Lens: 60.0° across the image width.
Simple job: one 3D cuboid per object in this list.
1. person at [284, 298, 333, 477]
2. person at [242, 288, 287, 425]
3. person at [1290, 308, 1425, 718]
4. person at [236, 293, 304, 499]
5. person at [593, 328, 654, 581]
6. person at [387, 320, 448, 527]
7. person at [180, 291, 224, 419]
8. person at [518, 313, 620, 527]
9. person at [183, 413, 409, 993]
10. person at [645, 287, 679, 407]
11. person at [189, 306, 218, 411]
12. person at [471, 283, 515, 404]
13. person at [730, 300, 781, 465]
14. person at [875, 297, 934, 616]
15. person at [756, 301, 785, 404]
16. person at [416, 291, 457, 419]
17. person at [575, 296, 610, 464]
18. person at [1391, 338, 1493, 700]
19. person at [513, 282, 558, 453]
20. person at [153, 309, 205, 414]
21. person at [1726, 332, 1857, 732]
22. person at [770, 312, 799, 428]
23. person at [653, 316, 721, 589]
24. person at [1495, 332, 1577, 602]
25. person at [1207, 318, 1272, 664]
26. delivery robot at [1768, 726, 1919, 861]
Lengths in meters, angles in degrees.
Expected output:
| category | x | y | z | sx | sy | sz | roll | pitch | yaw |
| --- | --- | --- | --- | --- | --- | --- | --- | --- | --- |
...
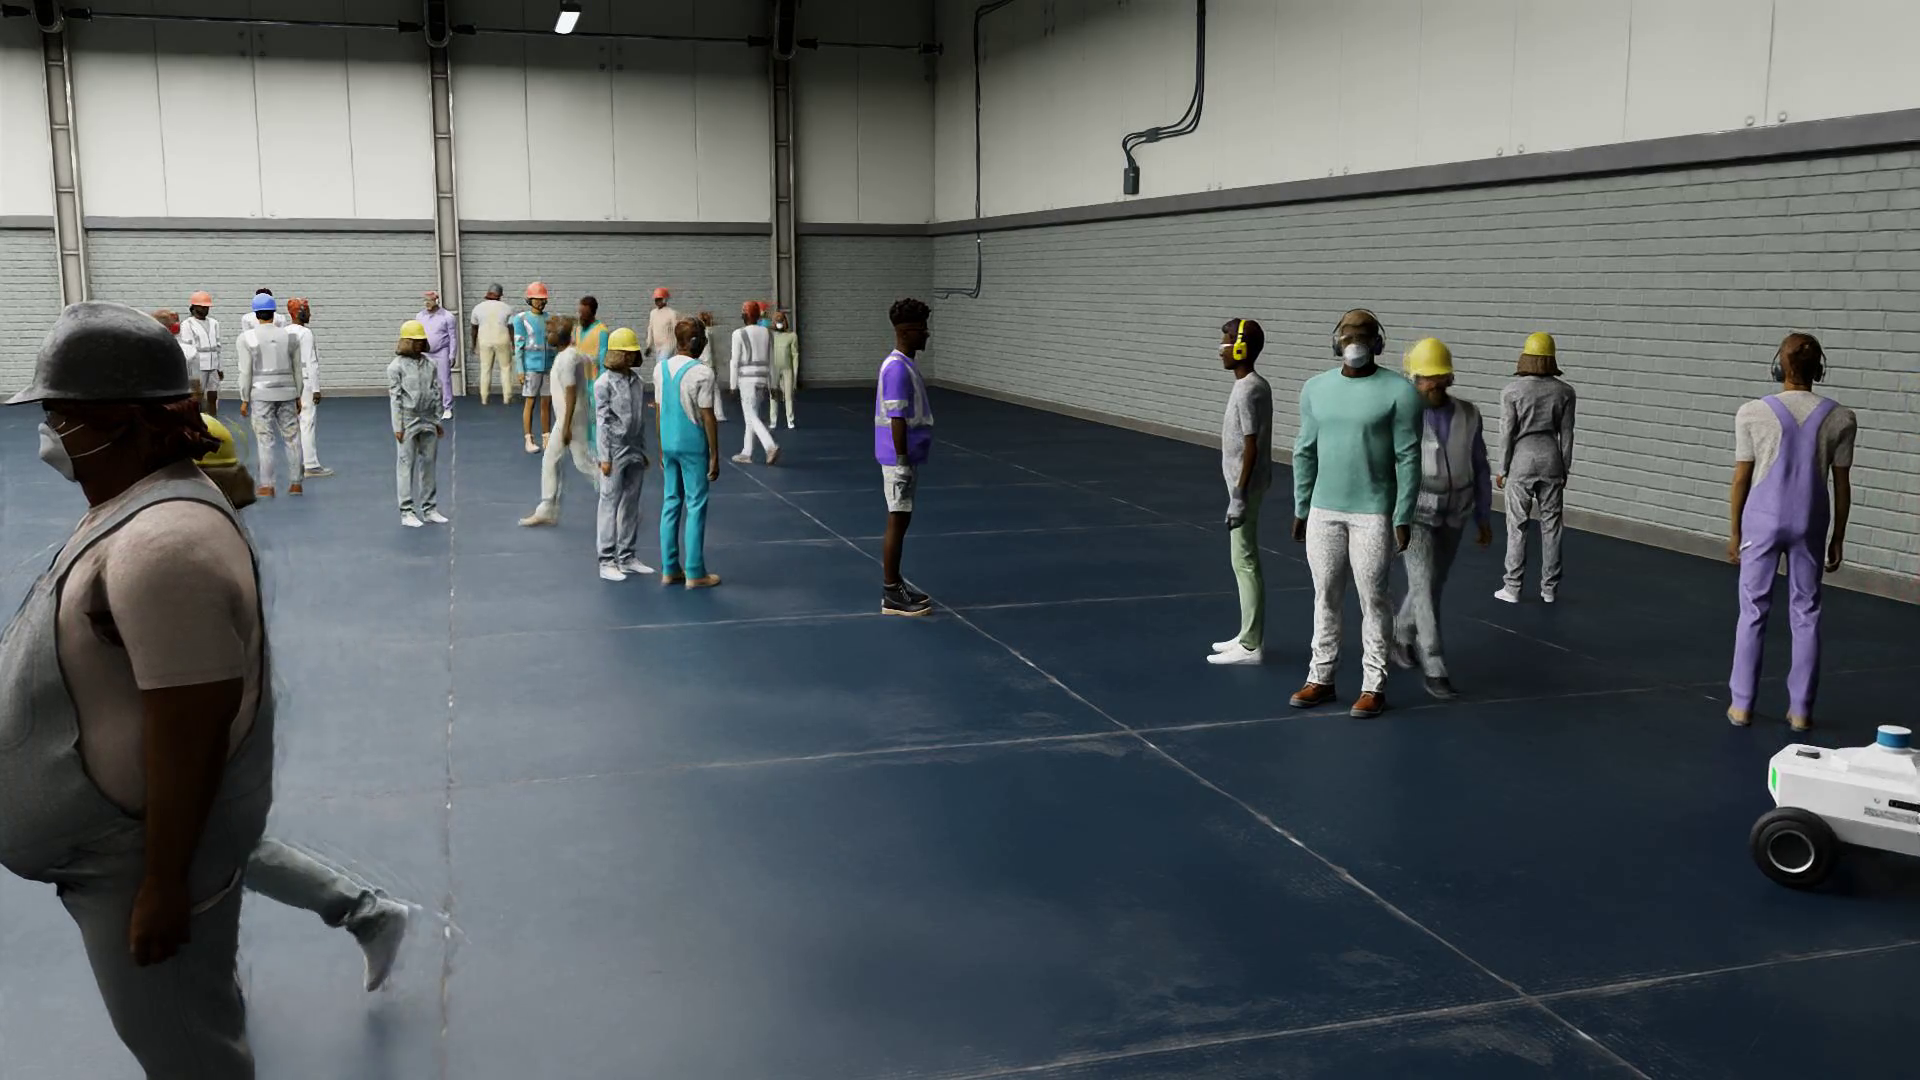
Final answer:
| category | x | y | z | sx | sy | sz | roll | pitch | yaw |
| --- | --- | --- | --- | --- | --- | --- | --- | --- | --- |
| person | -6.935 | -1.605 | 17.550 | 0.574 | 1.883 | 0.356 | 7 | 11 | 36 |
| person | -9.858 | -2.594 | 23.638 | 0.597 | 1.959 | 0.369 | -3 | 10 | -21 |
| person | 1.871 | -0.127 | 7.937 | 0.636 | 1.939 | 0.358 | 7 | 11 | 38 |
| person | -6.533 | -1.358 | 15.777 | 0.605 | 1.944 | 0.402 | -8 | 12 | -43 |
| person | -2.328 | -0.598 | 11.568 | 0.321 | 1.742 | 0.492 | 5 | 10 | 27 |
| person | -4.571 | -0.978 | 14.022 | 0.313 | 1.736 | 0.486 | 6 | 11 | 33 |
| person | -9.736 | -2.235 | 21.442 | 0.387 | 1.930 | 0.539 | 4 | 10 | 26 |
| person | -3.215 | -0.997 | 13.955 | 0.923 | 1.811 | 0.515 | -4 | 10 | -21 |
| person | -1.969 | 0.495 | 4.663 | 0.683 | 1.728 | 0.495 | -3 | 9 | -17 |
| person | -4.805 | -3.176 | 27.340 | 0.609 | 1.966 | 0.871 | 8 | 12 | 42 |
| person | -11.909 | -2.846 | 26.088 | 0.533 | 1.691 | 0.322 | 0 | 9 | -3 |
| person | -7.773 | -3.289 | 27.793 | 0.733 | 2.000 | 0.538 | -1 | 9 | -4 |
| person | -2.283 | -1.758 | 18.629 | 0.860 | 1.858 | 0.584 | 9 | 12 | 44 |
| person | -0.346 | -0.521 | 10.364 | 0.363 | 1.963 | 0.612 | 0 | 9 | 0 |
| person | -3.210 | -3.138 | 27.811 | 0.659 | 1.726 | 0.562 | -2 | 9 | -13 |
| person | -7.798 | -2.737 | 24.700 | 0.644 | 1.907 | 0.400 | 2 | 9 | 10 |
| person | -4.098 | -1.781 | 18.681 | 0.456 | 1.892 | 0.648 | -9 | 12 | -44 |
| person | 2.405 | -0.146 | 8.554 | 0.604 | 1.794 | 0.906 | -2 | 9 | -13 |
| person | -5.058 | -2.073 | 20.025 | 0.375 | 2.043 | 0.610 | 8 | 12 | 41 |
| person | -6.736 | -1.045 | 14.140 | 0.613 | 1.825 | 0.472 | -1 | 9 | -7 |
| person | 3.814 | -0.031 | 7.672 | 0.503 | 1.839 | 0.344 | 3 | 9 | 17 |
| person | -2.494 | -2.360 | 23.193 | 0.501 | 1.627 | 0.283 | -1 | 9 | -4 |
| person | -1.826 | -0.580 | 11.180 | 0.518 | 1.835 | 0.352 | 5 | 10 | 31 |
| person | 3.689 | -0.463 | 10.705 | 0.487 | 1.744 | 0.296 | 0 | 9 | -1 |
| person | 1.521 | -0.257 | 8.994 | 0.311 | 1.869 | 0.534 | 3 | 9 | 16 |
| delivery robot | 3.156 | 0.875 | 5.647 | 0.707 | 0.478 | 0.477 | 8 | 12 | 40 |
